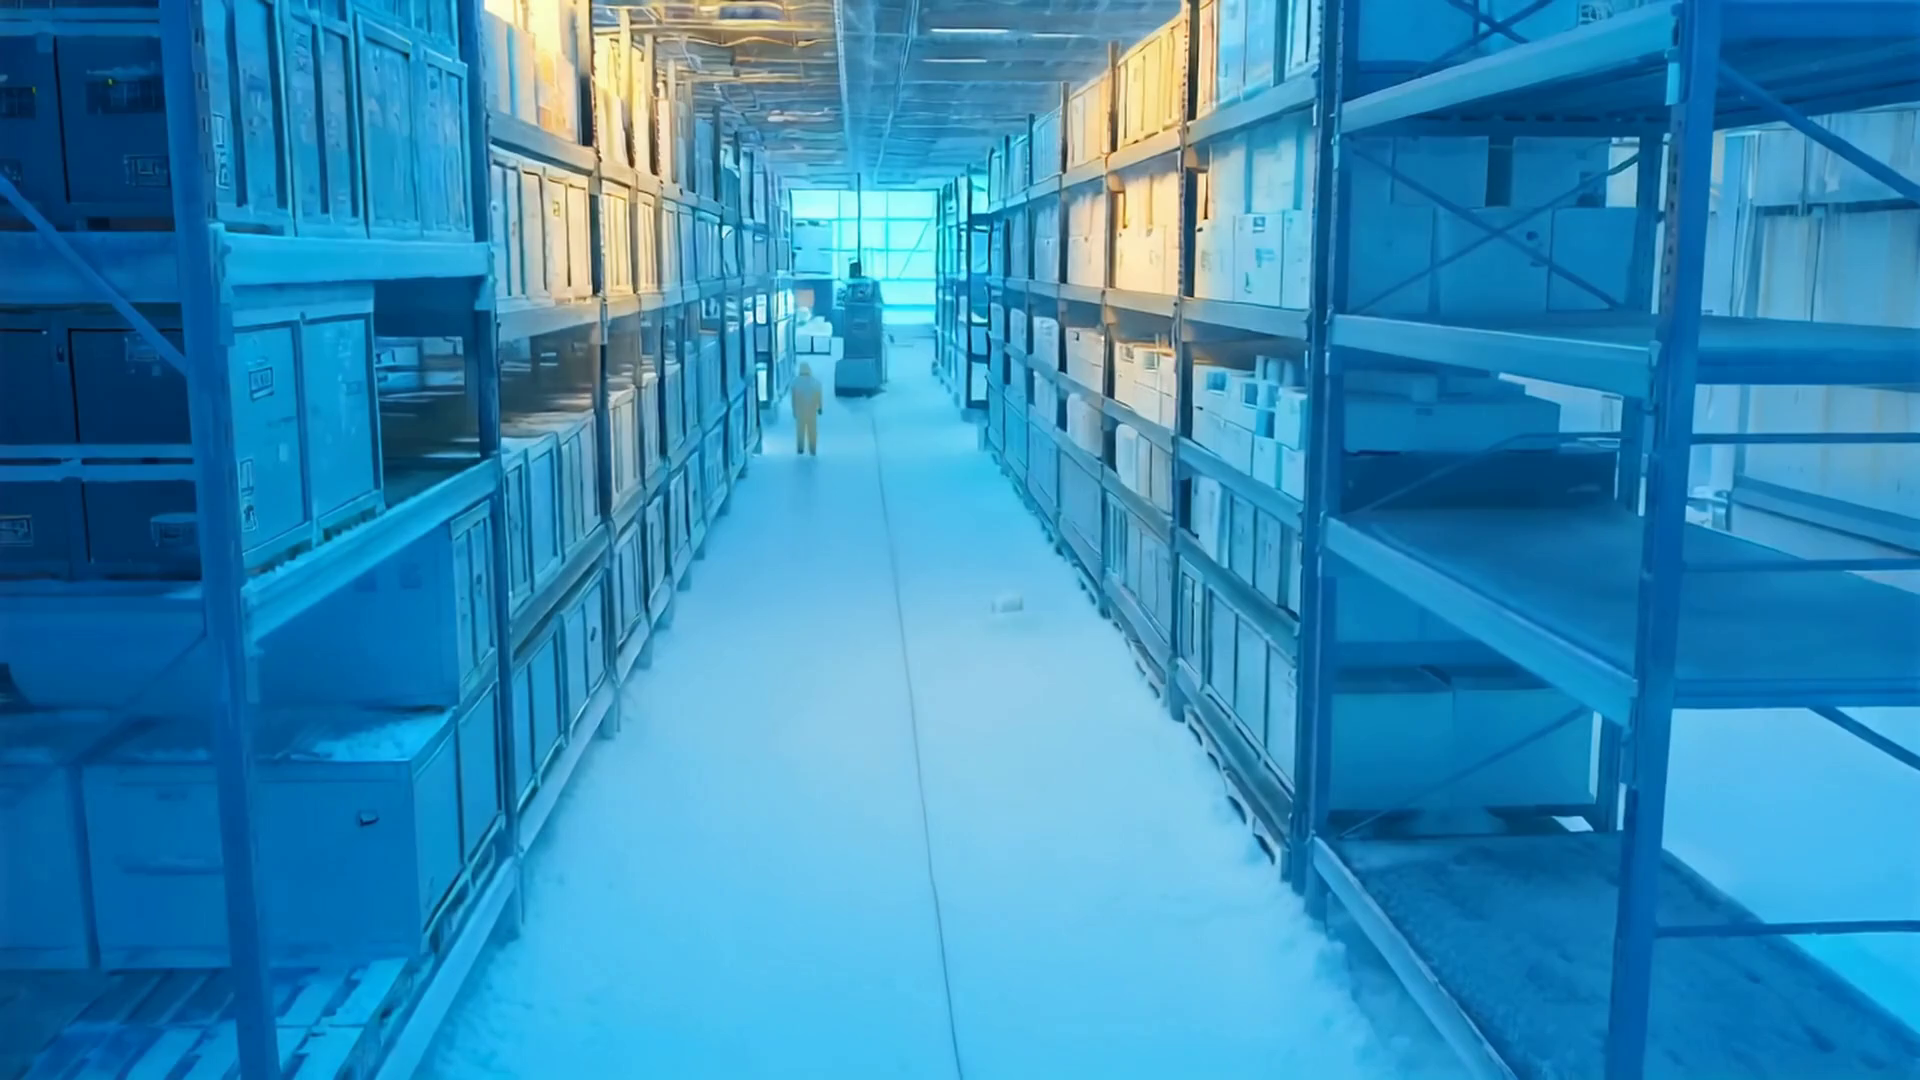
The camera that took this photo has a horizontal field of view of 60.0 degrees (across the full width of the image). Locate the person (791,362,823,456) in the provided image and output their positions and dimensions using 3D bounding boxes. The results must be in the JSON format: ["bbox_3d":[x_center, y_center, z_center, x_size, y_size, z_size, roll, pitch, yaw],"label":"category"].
[{"bbox_3d":[-3.062,-2.623,33.203,0.647,1.859,1.009,-2,10,-10],"label":"person"}]

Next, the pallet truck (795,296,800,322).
[{"bbox_3d":[-8.622,-12.439,91.403,1.885,1.965,0.823,2,10,13],"label":"pallet truck"}]

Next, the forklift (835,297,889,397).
[{"bbox_3d":[-2.837,-5.533,47.519,1.129,2.768,1.873,2,10,13],"label":"forklift"}]
